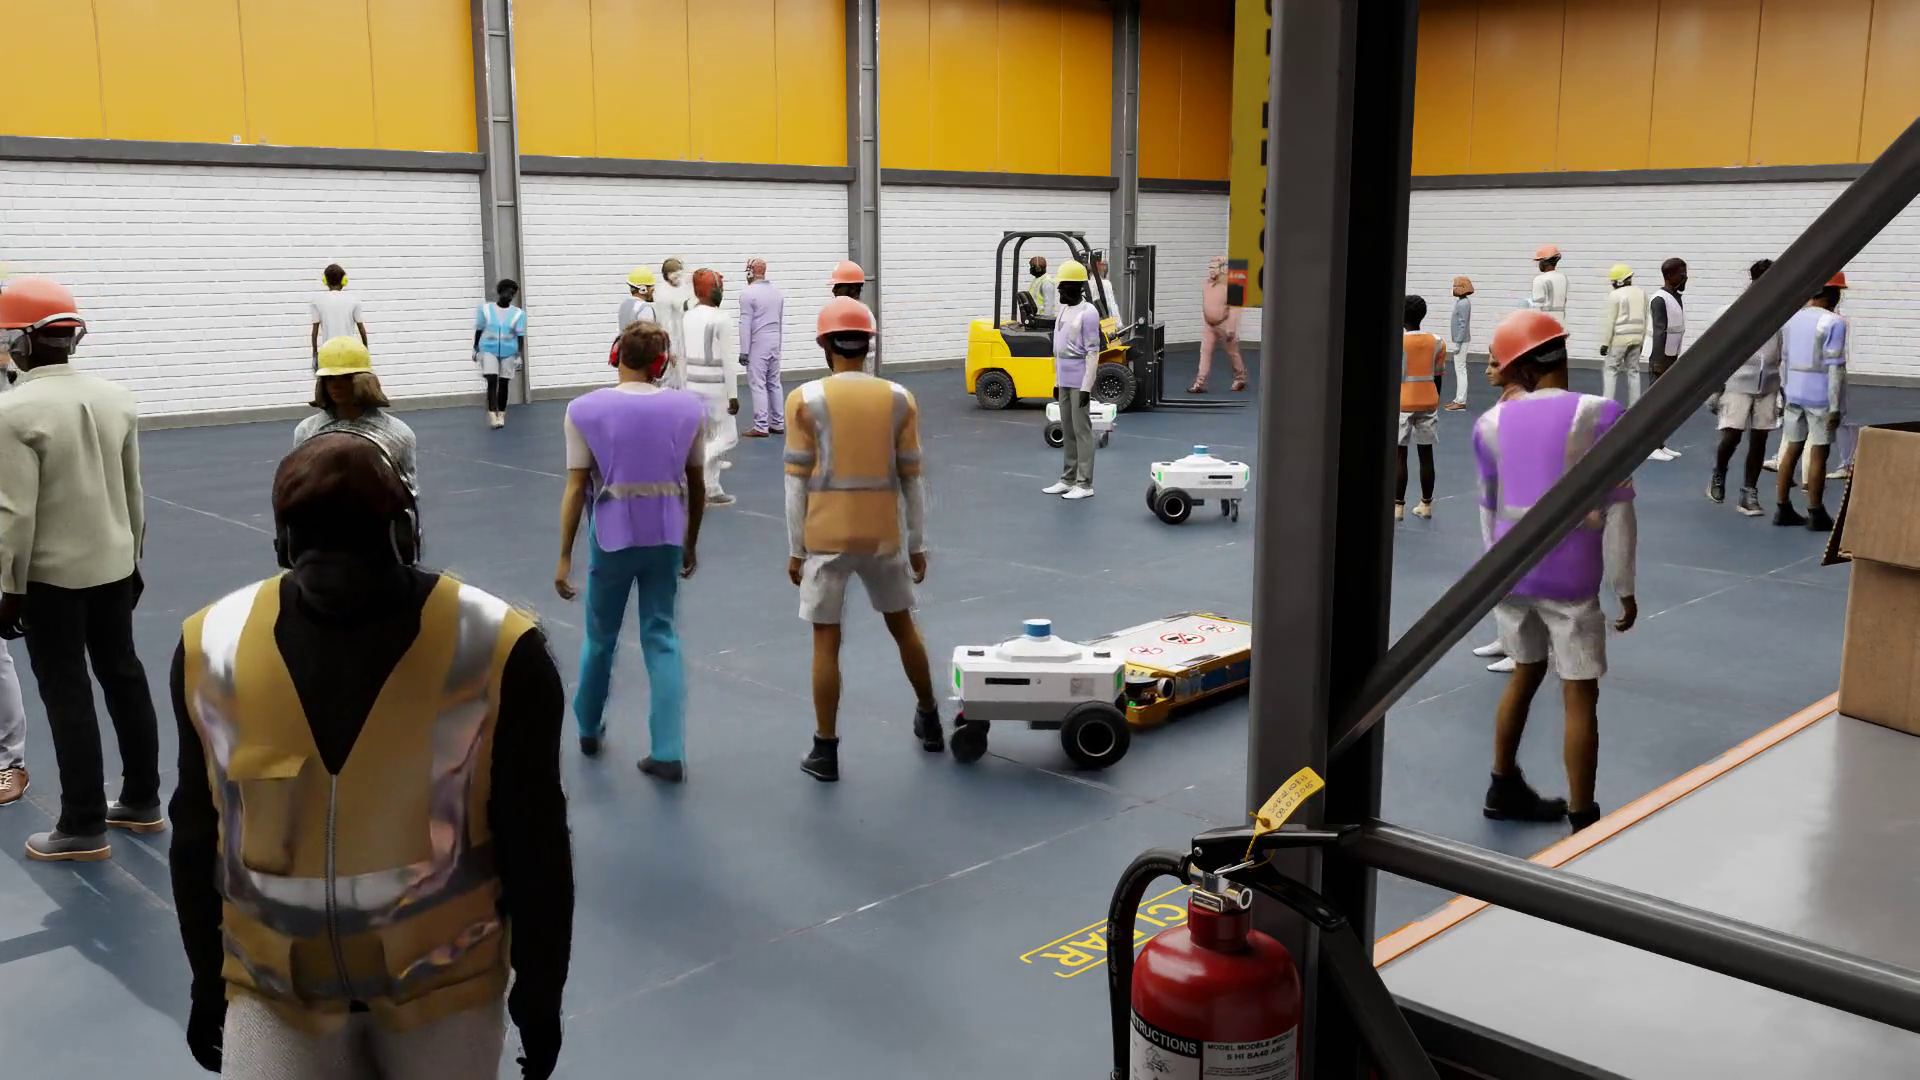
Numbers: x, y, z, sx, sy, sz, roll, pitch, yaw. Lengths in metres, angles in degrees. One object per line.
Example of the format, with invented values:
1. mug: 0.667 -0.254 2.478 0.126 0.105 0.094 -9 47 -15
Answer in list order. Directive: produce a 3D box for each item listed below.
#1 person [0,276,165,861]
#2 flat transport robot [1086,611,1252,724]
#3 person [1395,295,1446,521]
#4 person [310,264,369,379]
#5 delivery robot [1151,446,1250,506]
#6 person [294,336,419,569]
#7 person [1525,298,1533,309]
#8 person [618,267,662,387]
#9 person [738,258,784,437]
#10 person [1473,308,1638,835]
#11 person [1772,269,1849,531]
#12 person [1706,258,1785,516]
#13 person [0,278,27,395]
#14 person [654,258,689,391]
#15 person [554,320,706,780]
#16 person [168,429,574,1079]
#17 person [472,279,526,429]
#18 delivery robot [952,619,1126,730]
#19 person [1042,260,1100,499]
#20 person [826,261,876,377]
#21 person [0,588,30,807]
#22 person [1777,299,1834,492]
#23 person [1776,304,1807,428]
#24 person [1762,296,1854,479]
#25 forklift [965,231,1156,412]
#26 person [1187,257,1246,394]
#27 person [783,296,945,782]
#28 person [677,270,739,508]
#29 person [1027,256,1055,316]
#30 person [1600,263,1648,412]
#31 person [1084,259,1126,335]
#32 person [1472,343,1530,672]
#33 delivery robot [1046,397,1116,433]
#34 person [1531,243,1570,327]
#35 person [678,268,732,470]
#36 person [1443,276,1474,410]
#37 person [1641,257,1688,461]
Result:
1. person: -3.062 0.103 5.709 0.396 1.992 0.623 3 11 16
2. flat transport robot: 1.008 0.573 7.847 0.652 0.197 1.431 9 14 41
3. person: 3.377 -0.985 12.465 0.530 1.692 0.321 -3 11 -17
4. person: -6.331 -1.883 16.992 0.566 1.851 0.591 -1 10 -8
5. delivery robot: 1.802 -0.465 12.476 0.707 0.478 0.477 0 10 -2
6. person: -2.386 0.068 6.585 0.483 1.745 0.304 0 10 -2
7. person: 7.478 -2.575 21.425 0.519 1.587 0.899 0 10 -2
8. person: -3.046 -1.695 15.951 0.404 1.833 0.592 -7 13 -34
9. person: -2.133 -2.049 17.745 0.412 1.894 0.659 6 12 29
10. person: 2.087 0.135 5.839 0.461 1.881 0.589 -8 13 -37
11. person: 6.211 -1.034 12.079 0.375 1.933 0.552 -3 11 -16
12. person: 6.050 -1.168 12.731 0.638 1.953 0.507 1 10 3
13. person: -9.282 -1.757 16.218 0.598 1.876 0.966 6 12 28
14. person: -3.066 -2.069 17.854 0.368 1.895 0.736 2 11 9
15. person: -1.332 0.029 6.657 0.647 1.793 0.803 -5 12 -26
16. person: -0.954 0.736 2.700 0.653 1.829 0.521 -1 10 -7
17. person: -5.070 -2.042 18.315 0.584 1.648 0.741 -4 11 -19
18. delivery robot: 0.321 0.569 6.842 0.707 0.478 0.477 1 10 3
19. person: 0.916 -1.296 13.518 0.370 1.929 0.585 -4 11 -23
20. person: -0.843 -1.156 12.732 0.357 1.938 0.543 -6 12 -28
21. person: -3.758 0.079 6.193 0.531 1.866 0.318 -1 10 -3
22. person: 7.112 -1.218 13.925 0.280 1.624 0.494 -7 12 -33
23. person: 9.260 -2.038 18.348 0.513 1.641 0.309 5 11 24
24. person: 7.483 -1.381 14.559 0.847 1.716 0.525 1 10 3
25. forklift: 1.222 -2.721 20.561 2.313 2.155 1.214 2 11 13
26. person: 3.545 -2.912 22.579 1.043 1.853 0.653 -10 14 -42
27. person: -0.380 -0.023 6.678 0.682 1.902 0.509 -4 11 -22
28. person: -1.981 -1.147 12.862 0.577 1.867 0.599 9 14 42
29. person: 1.108 -3.051 23.337 0.430 1.840 0.619 -3 11 -14
30. person: 7.777 -2.332 19.532 0.626 1.811 0.472 -5 12 -27
31. person: 1.923 -2.931 22.733 1.024 1.817 0.602 -4 11 -19
32. person: 2.719 -0.171 8.212 0.319 1.631 0.511 1 10 7
33. delivery robot: 1.234 -1.274 16.889 0.707 0.478 0.477 1 10 4
34. person: 7.068 -2.550 20.082 0.603 2.033 0.414 -9 13 -39
35. person: -2.330 -1.543 15.116 0.513 1.835 0.345 9 13 39
36. person: 6.106 -2.402 20.347 0.284 1.636 0.500 3 11 14
37. person: 6.739 -1.731 15.912 0.392 1.922 0.593 7 13 35
